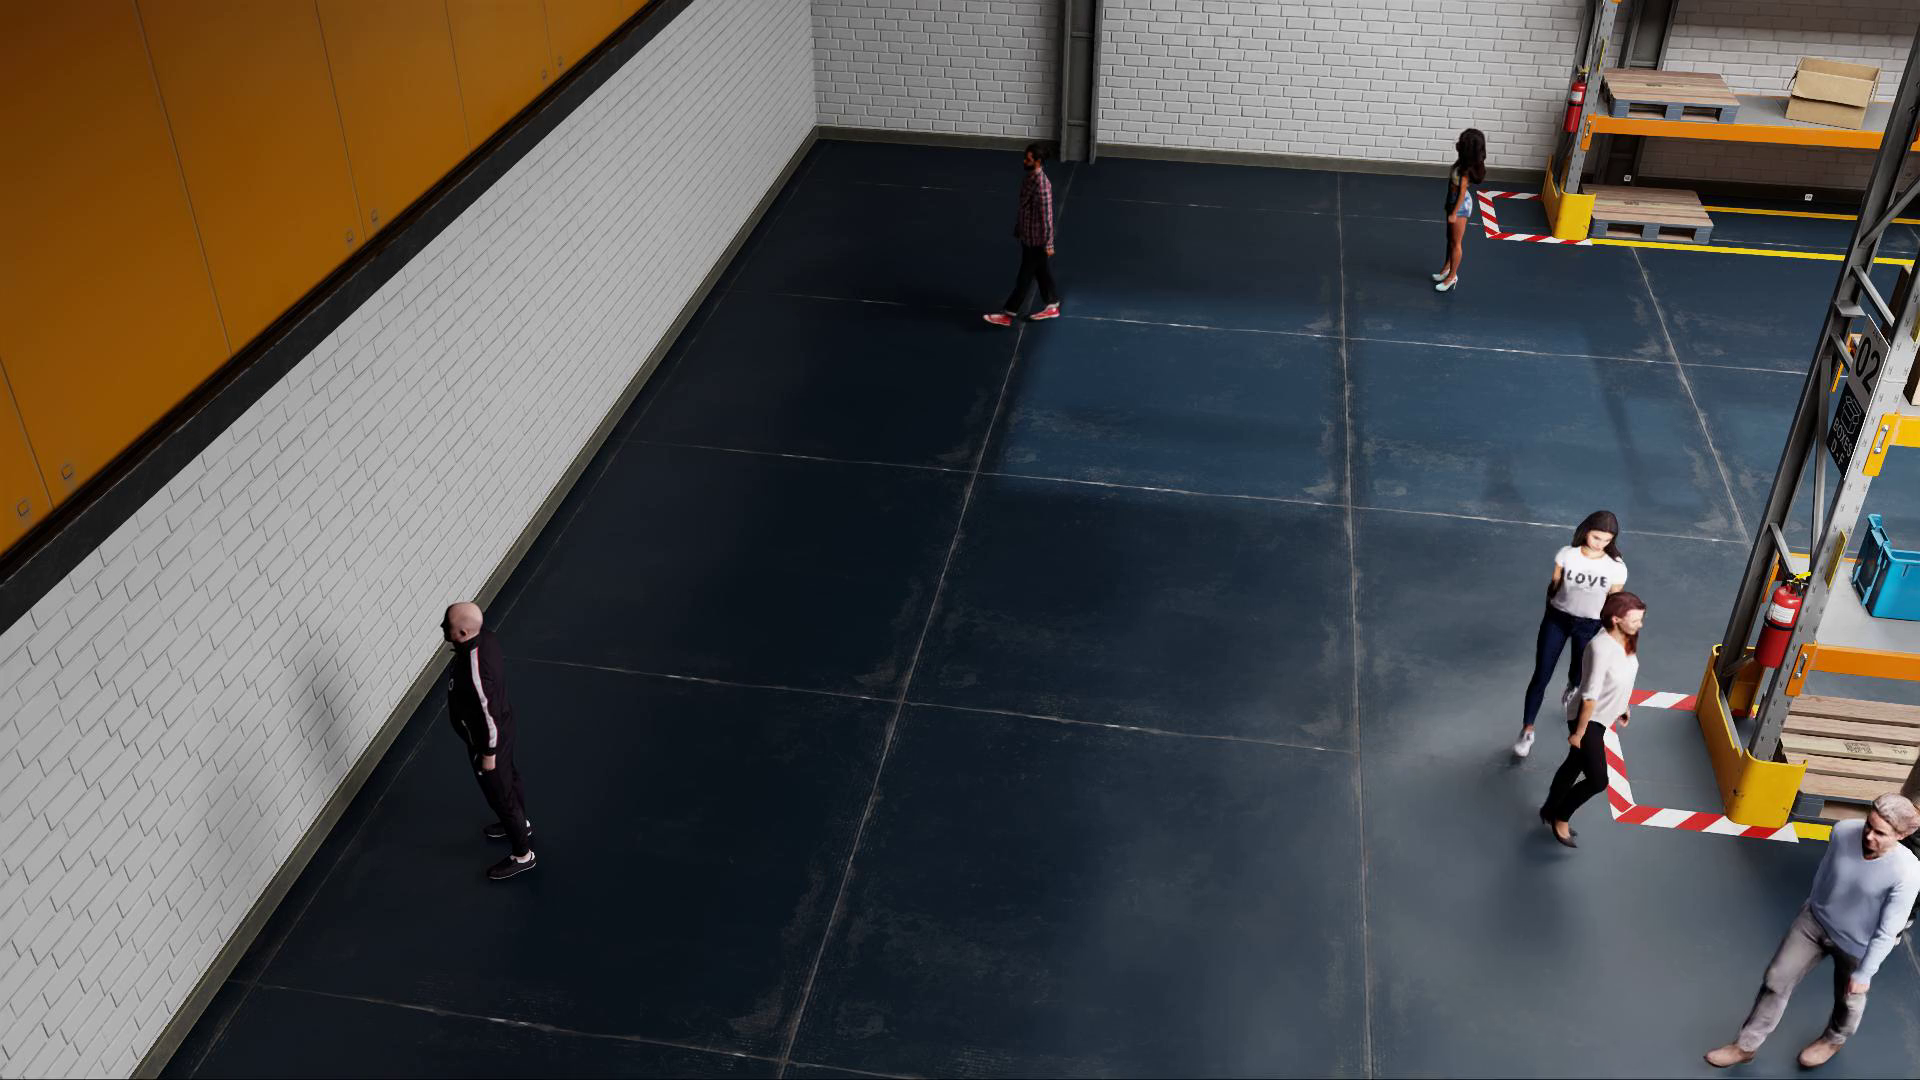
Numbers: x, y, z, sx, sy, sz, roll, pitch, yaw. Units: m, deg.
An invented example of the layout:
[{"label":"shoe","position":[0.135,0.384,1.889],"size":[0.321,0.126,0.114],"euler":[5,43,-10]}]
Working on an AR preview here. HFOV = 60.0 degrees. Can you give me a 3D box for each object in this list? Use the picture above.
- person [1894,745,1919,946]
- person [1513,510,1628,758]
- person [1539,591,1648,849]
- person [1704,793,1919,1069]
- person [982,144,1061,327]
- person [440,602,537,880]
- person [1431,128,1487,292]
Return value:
[{"label":"person","position":[5.239,1.437,8.952],"size":[0.715,1.810,0.776],"euler":[-22,39,-29]},{"label":"person","position":[3.857,0.527,10.371],"size":[1.029,1.754,0.851],"euler":[19,38,26]},{"label":"person","position":[3.563,1.003,9.627],"size":[0.718,1.785,0.702],"euler":[22,40,30]},{"label":"person","position":[4.410,1.921,8.180],"size":[1.163,1.857,1.043],"euler":[-15,37,-21]},{"label":"person","position":[0.767,-2.814,15.412],"size":[1.141,1.739,0.956],"euler":[-6,34,-10]},{"label":"person","position":[-2.657,1.104,9.428],"size":[0.735,1.837,0.764],"euler":[-8,35,-12]},{"label":"person","position":[4.819,-3.204,16.100],"size":[0.554,1.627,0.560],"euler":[4,34,6]}]
